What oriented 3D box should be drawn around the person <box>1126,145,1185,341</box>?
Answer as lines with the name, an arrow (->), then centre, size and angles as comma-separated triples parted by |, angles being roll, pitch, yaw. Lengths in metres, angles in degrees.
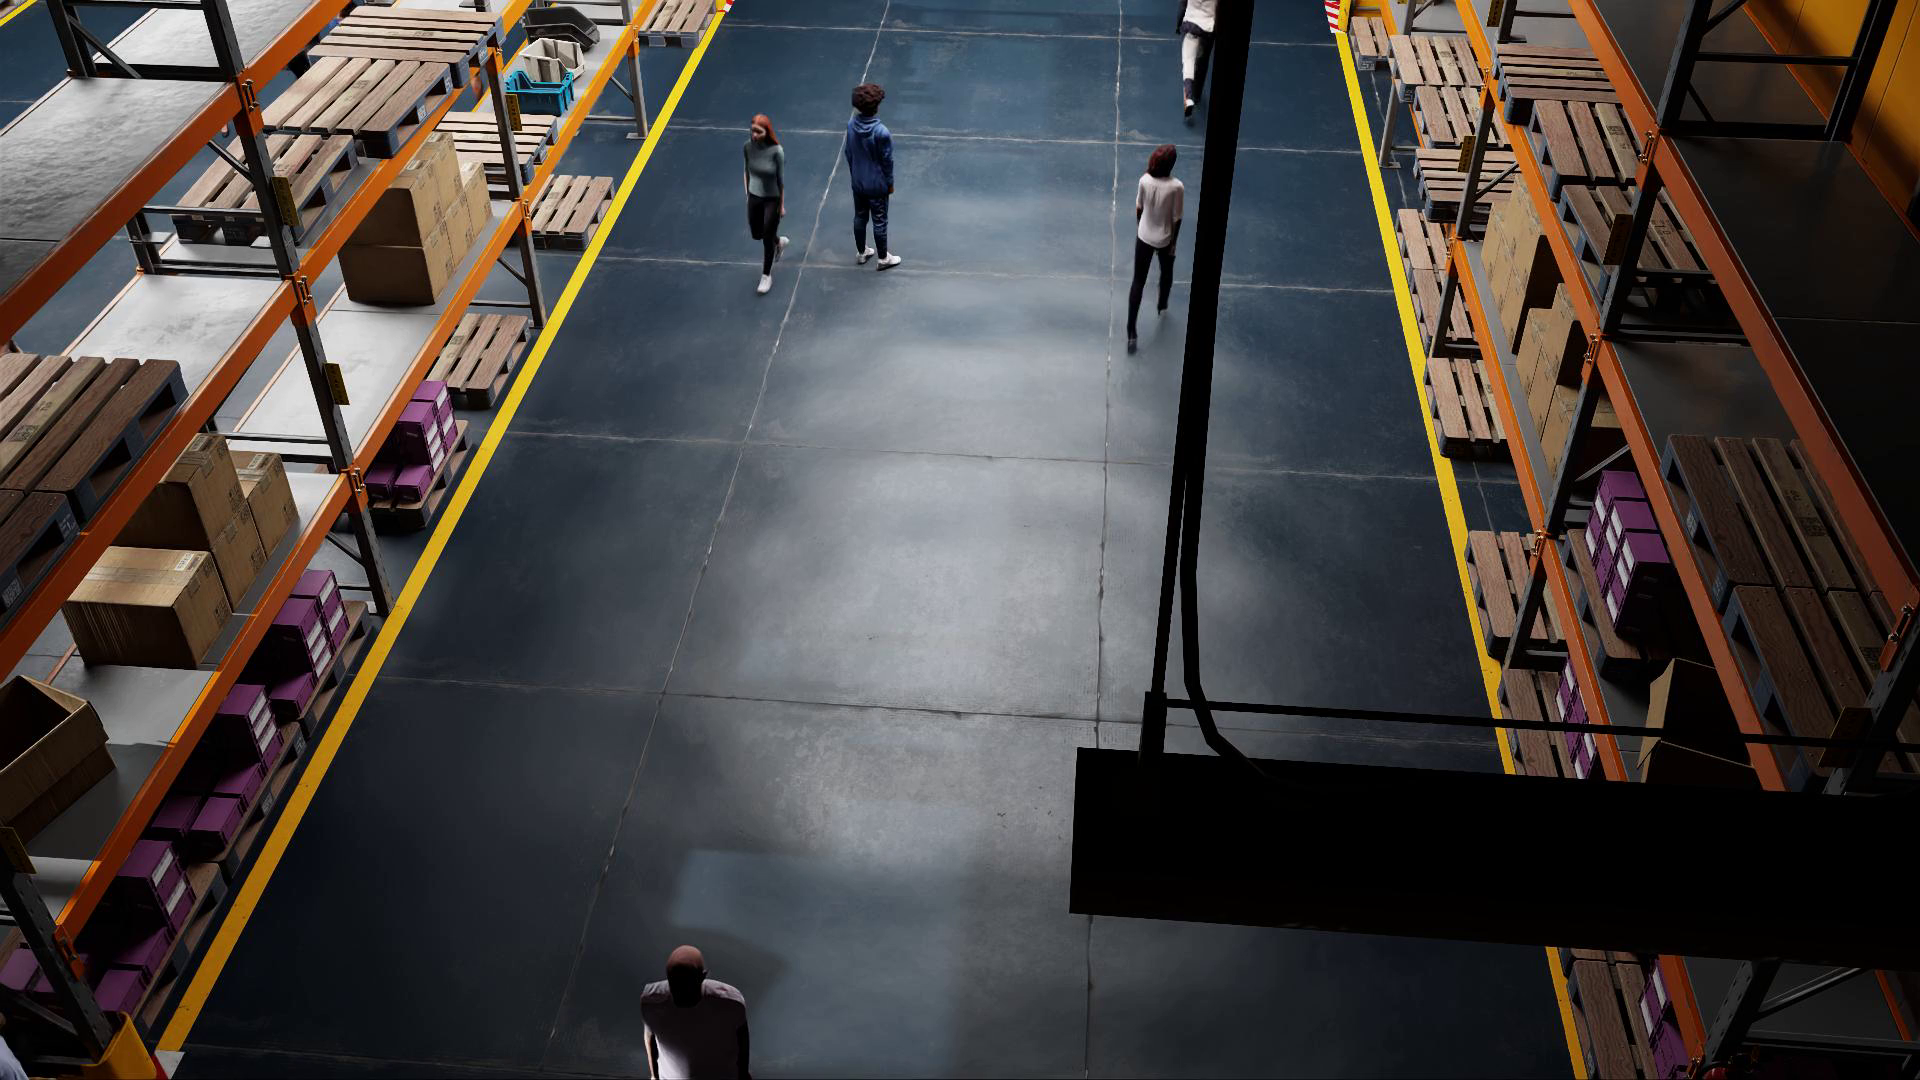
person -> 1.678, -2.573, 14.640 | 0.803, 1.755, 1.175 | 12, 40, 15

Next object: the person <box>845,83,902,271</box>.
person -> -0.842, -3.412, 15.654 | 0.755, 1.803, 0.744 | 23, 44, 26

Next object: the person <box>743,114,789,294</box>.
person -> -1.753, -3.154, 15.390 | 0.707, 1.728, 0.925 | 13, 41, 16

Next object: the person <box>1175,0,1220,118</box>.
person -> 2.637, -5.601, 18.344 | 0.711, 1.865, 1.158 | 5, 39, 6

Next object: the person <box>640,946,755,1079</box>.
person -> -1.254, 2.593, 8.110 | 0.661, 1.832, 0.566 | 2, 39, 2
